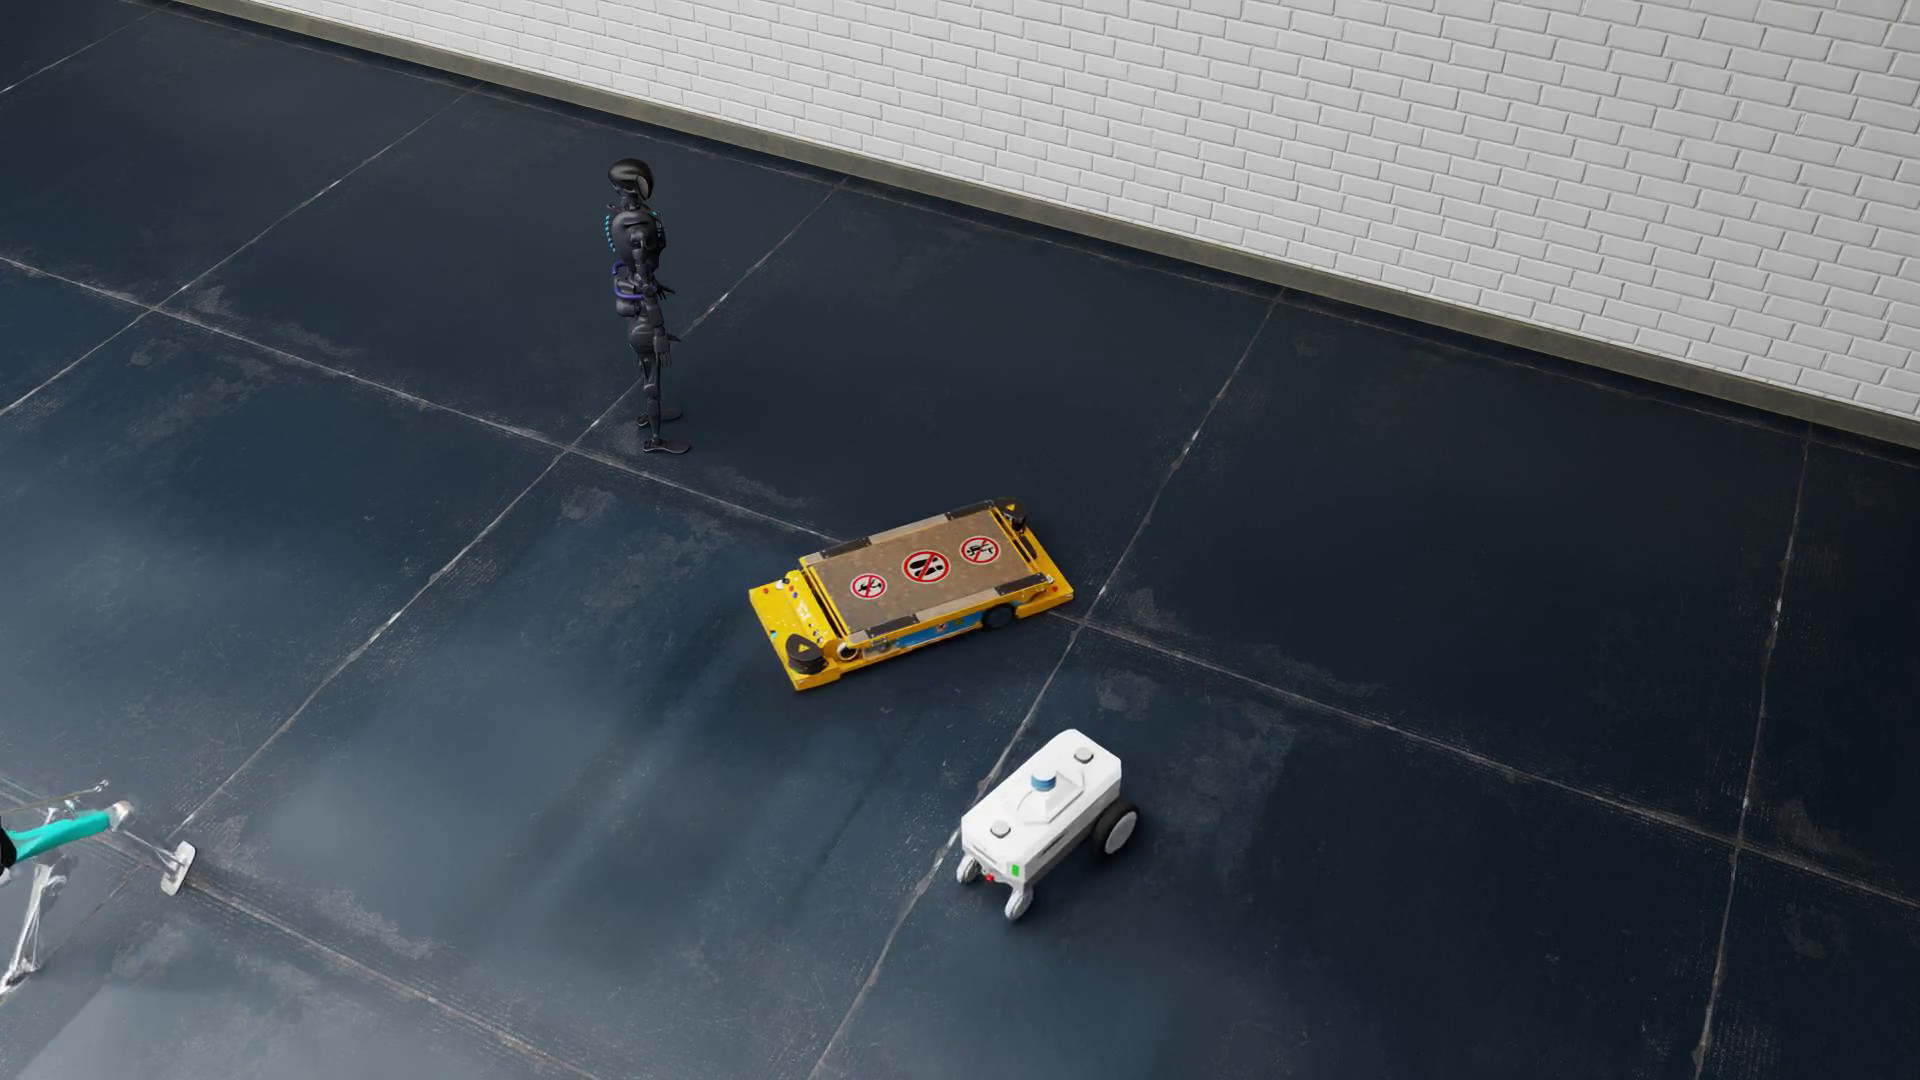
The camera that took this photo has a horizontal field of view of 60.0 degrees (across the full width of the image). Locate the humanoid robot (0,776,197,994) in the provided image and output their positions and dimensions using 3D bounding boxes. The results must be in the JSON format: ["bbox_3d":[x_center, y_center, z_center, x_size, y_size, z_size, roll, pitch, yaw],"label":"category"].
[{"bbox_3d":[-3.429,0.926,6.217,0.533,1.778,1.014,33,52,30],"label":"humanoid robot"}]

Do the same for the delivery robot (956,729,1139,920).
[{"bbox_3d":[0.332,1.130,6.815,0.499,0.580,0.757,32,52,30],"label":"delivery robot"}]

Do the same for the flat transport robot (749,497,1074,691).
[{"bbox_3d":[-0.233,0.236,8.000,1.431,0.231,0.659,-17,46,-18],"label":"flat transport robot"}]

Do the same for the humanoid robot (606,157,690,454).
[{"bbox_3d":[-1.604,-1.210,8.514,0.315,1.657,0.599,-8,43,-9],"label":"humanoid robot"}]
